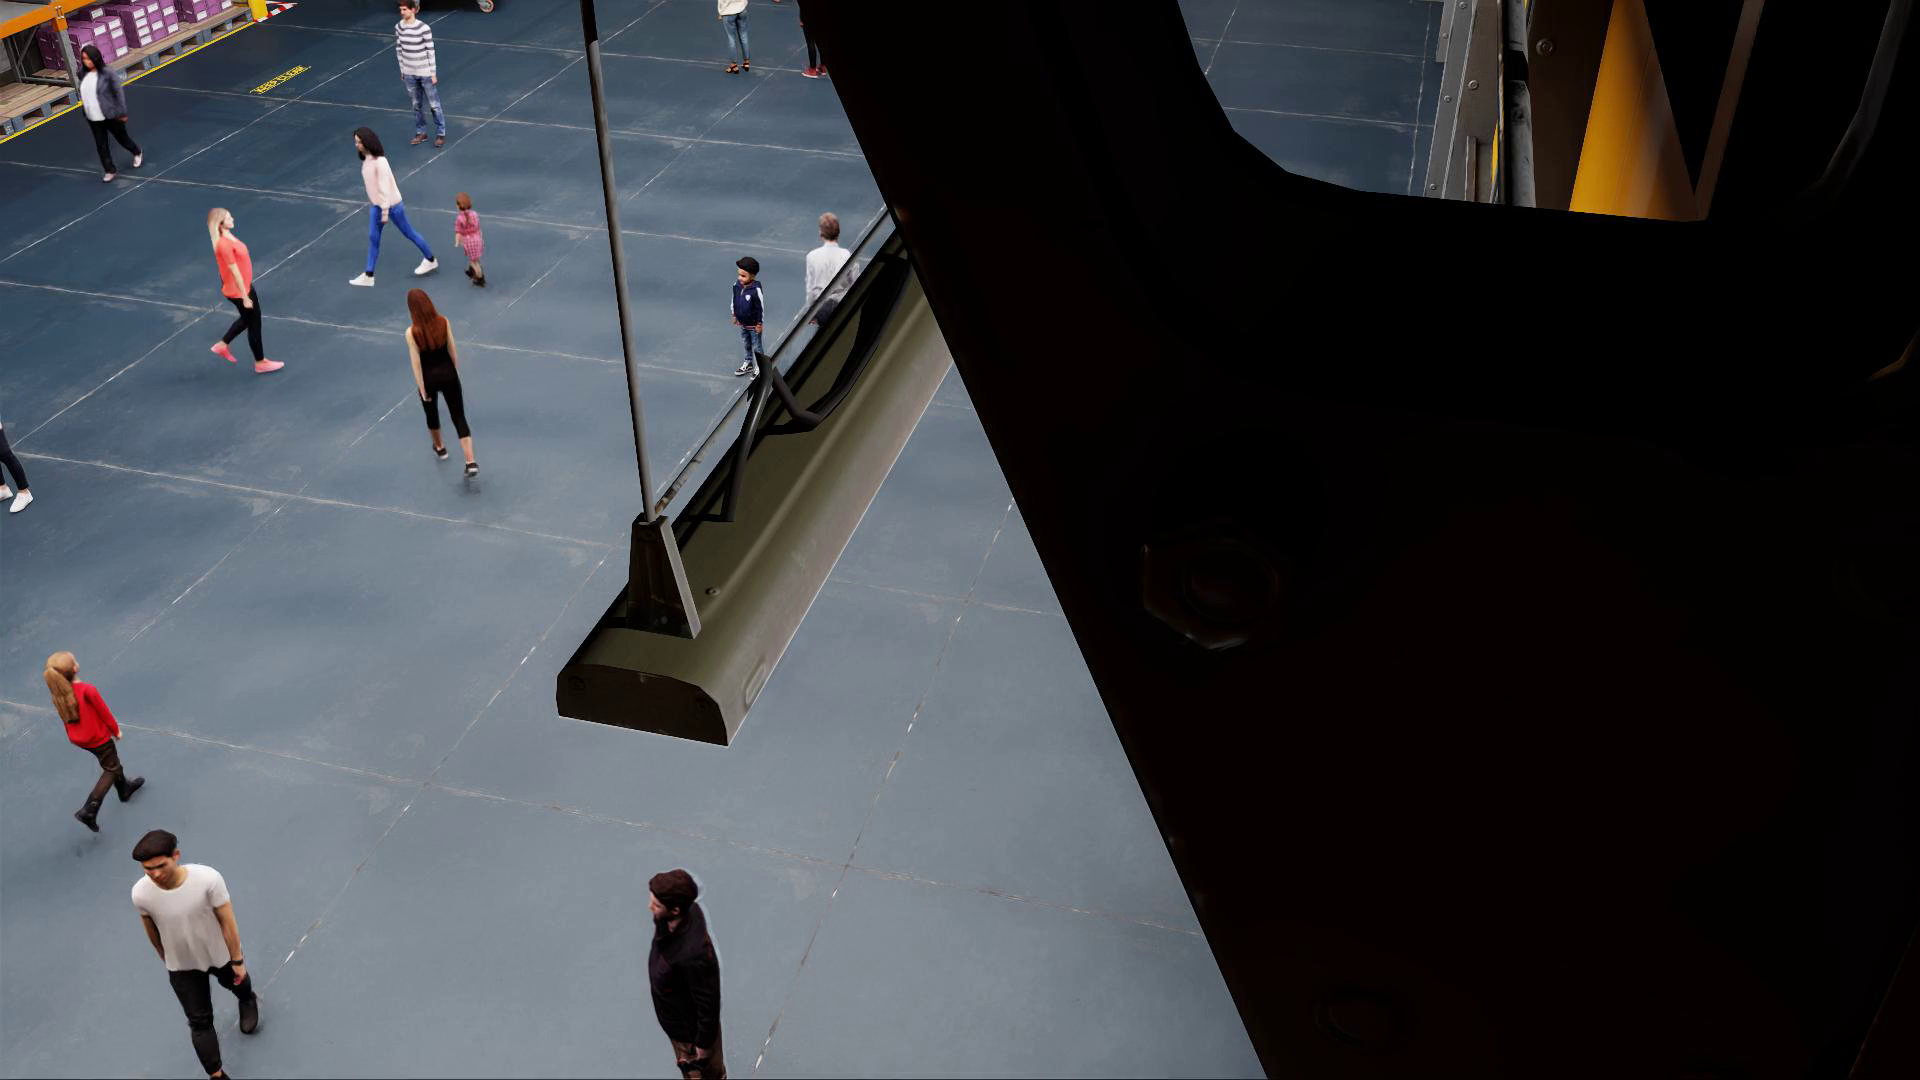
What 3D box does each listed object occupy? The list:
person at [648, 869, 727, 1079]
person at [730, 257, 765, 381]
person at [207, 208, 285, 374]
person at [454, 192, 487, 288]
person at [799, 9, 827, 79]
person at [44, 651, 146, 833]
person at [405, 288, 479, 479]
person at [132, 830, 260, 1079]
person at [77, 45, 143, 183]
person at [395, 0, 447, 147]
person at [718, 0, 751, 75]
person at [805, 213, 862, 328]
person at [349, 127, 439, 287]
[{"bbox_3d":[-1.359,2.394,8.410,0.851,1.925,0.758,-13,36,-19],"label":"person"},{"bbox_3d":[-2.003,-2.121,15.839,0.581,1.221,0.586,22,39,29],"label":"person"},{"bbox_3d":[-6.906,-2.326,15.735,0.916,1.677,0.894,-12,36,-18],"label":"person"},{"bbox_3d":[-5.153,-3.161,17.593,0.646,1.009,0.639,26,42,34],"label":"person"},{"bbox_3d":[-2.051,-7.328,23.263,0.646,1.674,0.740,-26,42,-34],"label":"person"},{"bbox_3d":[-5.594,1.291,10.666,0.520,1.264,0.833,10,35,15],"label":"person"},{"bbox_3d":[-4.411,-1.308,14.188,1.077,1.693,1.123,-18,38,-25],"label":"person"},{"bbox_3d":[-4.065,2.162,8.978,0.978,1.682,1.165,-9,35,-13],"label":"person"},{"bbox_3d":[-10.310,-5.188,20.135,0.812,1.572,1.078,1,34,2],"label":"person"},{"bbox_3d":[-6.819,-5.915,20.973,0.646,1.855,0.521,7,34,11],"label":"person"},{"bbox_3d":[-3.187,-7.438,23.422,0.681,1.680,0.763,-22,39,-29],"label":"person"},{"bbox_3d":[-1.173,-2.067,15.242,0.708,1.791,0.905,7,34,10],"label":"person"},{"bbox_3d":[-5.926,-3.500,17.480,1.285,1.699,1.107,-25,41,-32],"label":"person"}]
